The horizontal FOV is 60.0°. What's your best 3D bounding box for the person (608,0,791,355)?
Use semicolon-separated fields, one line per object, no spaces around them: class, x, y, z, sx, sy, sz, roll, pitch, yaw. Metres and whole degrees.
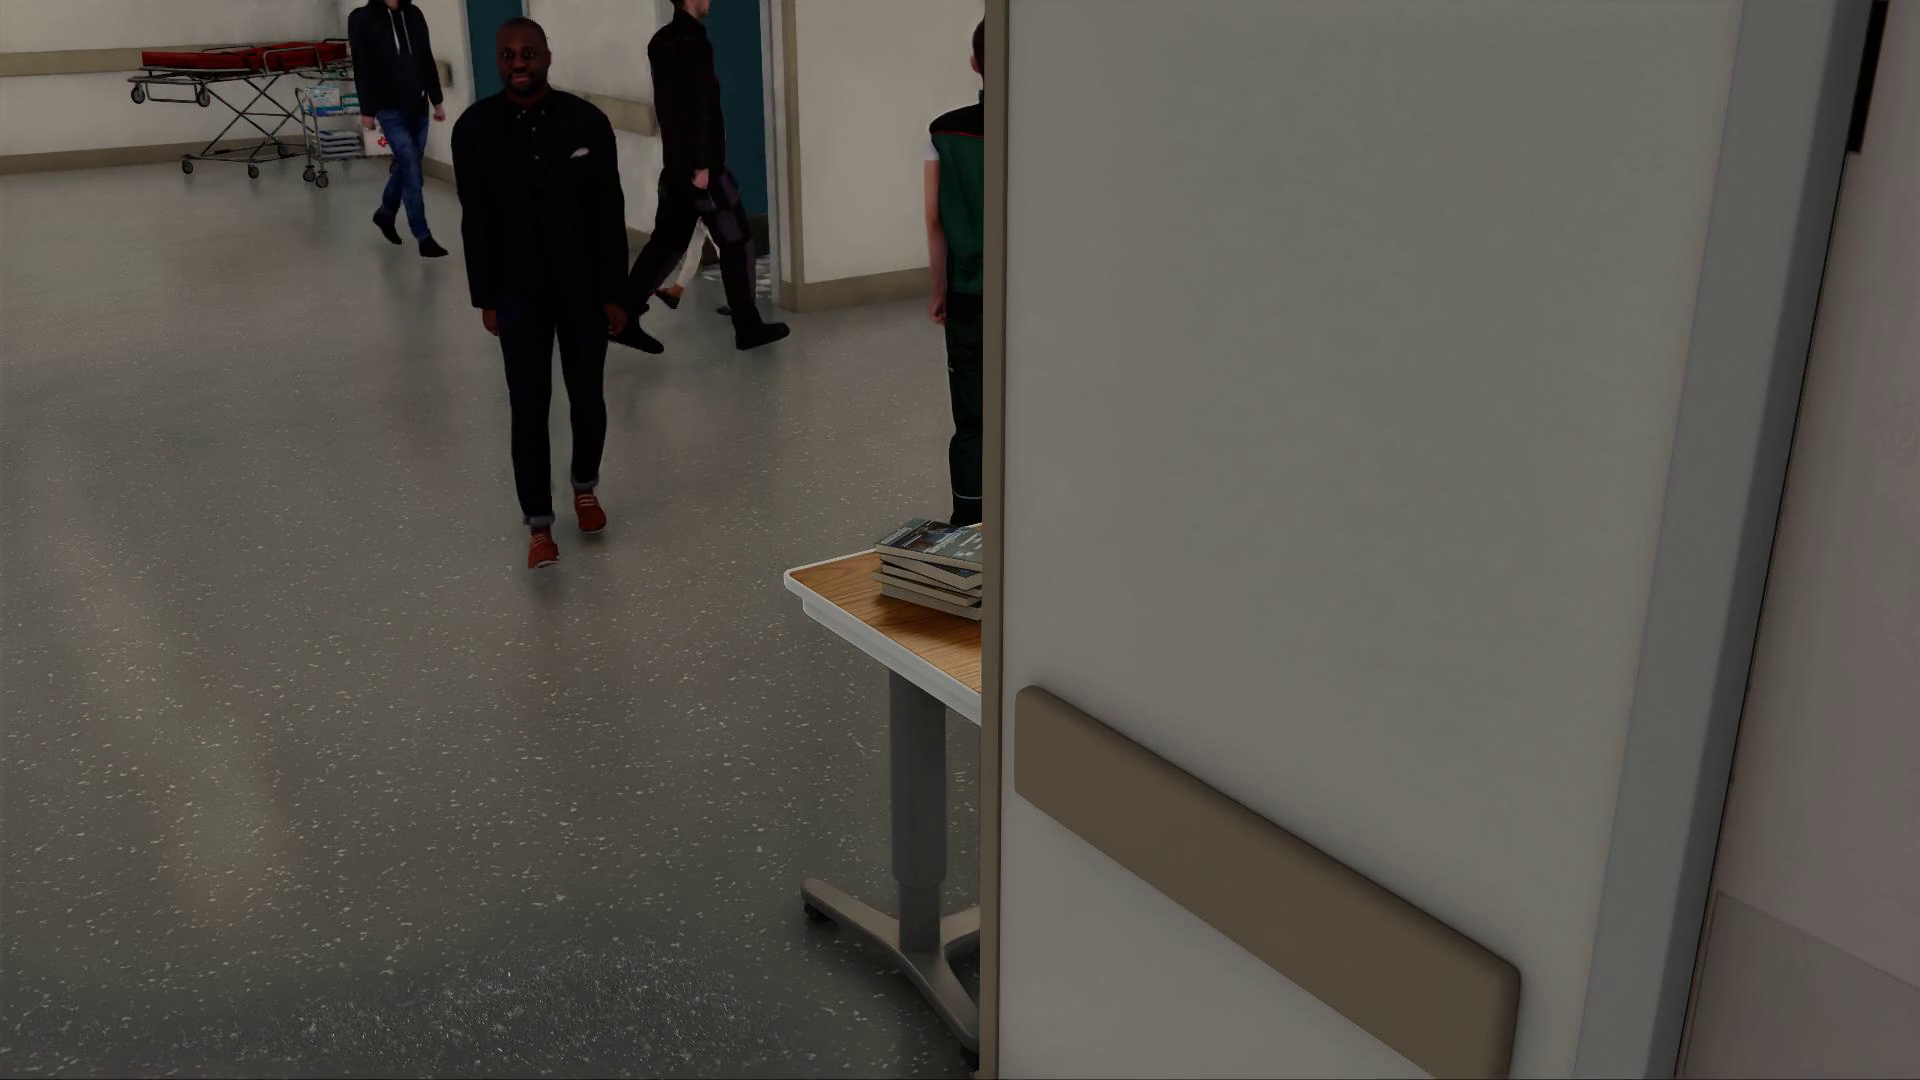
person;-1.366;-1.789;8.074;0.791;1.876;1.137;-16;26;-36

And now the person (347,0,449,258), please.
person;-3.631;-2.759;10.675;1.245;1.848;0.881;17;26;37

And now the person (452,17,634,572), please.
person;-1.389;-0.844;5.714;0.935;1.780;1.155;-5;21;-13
